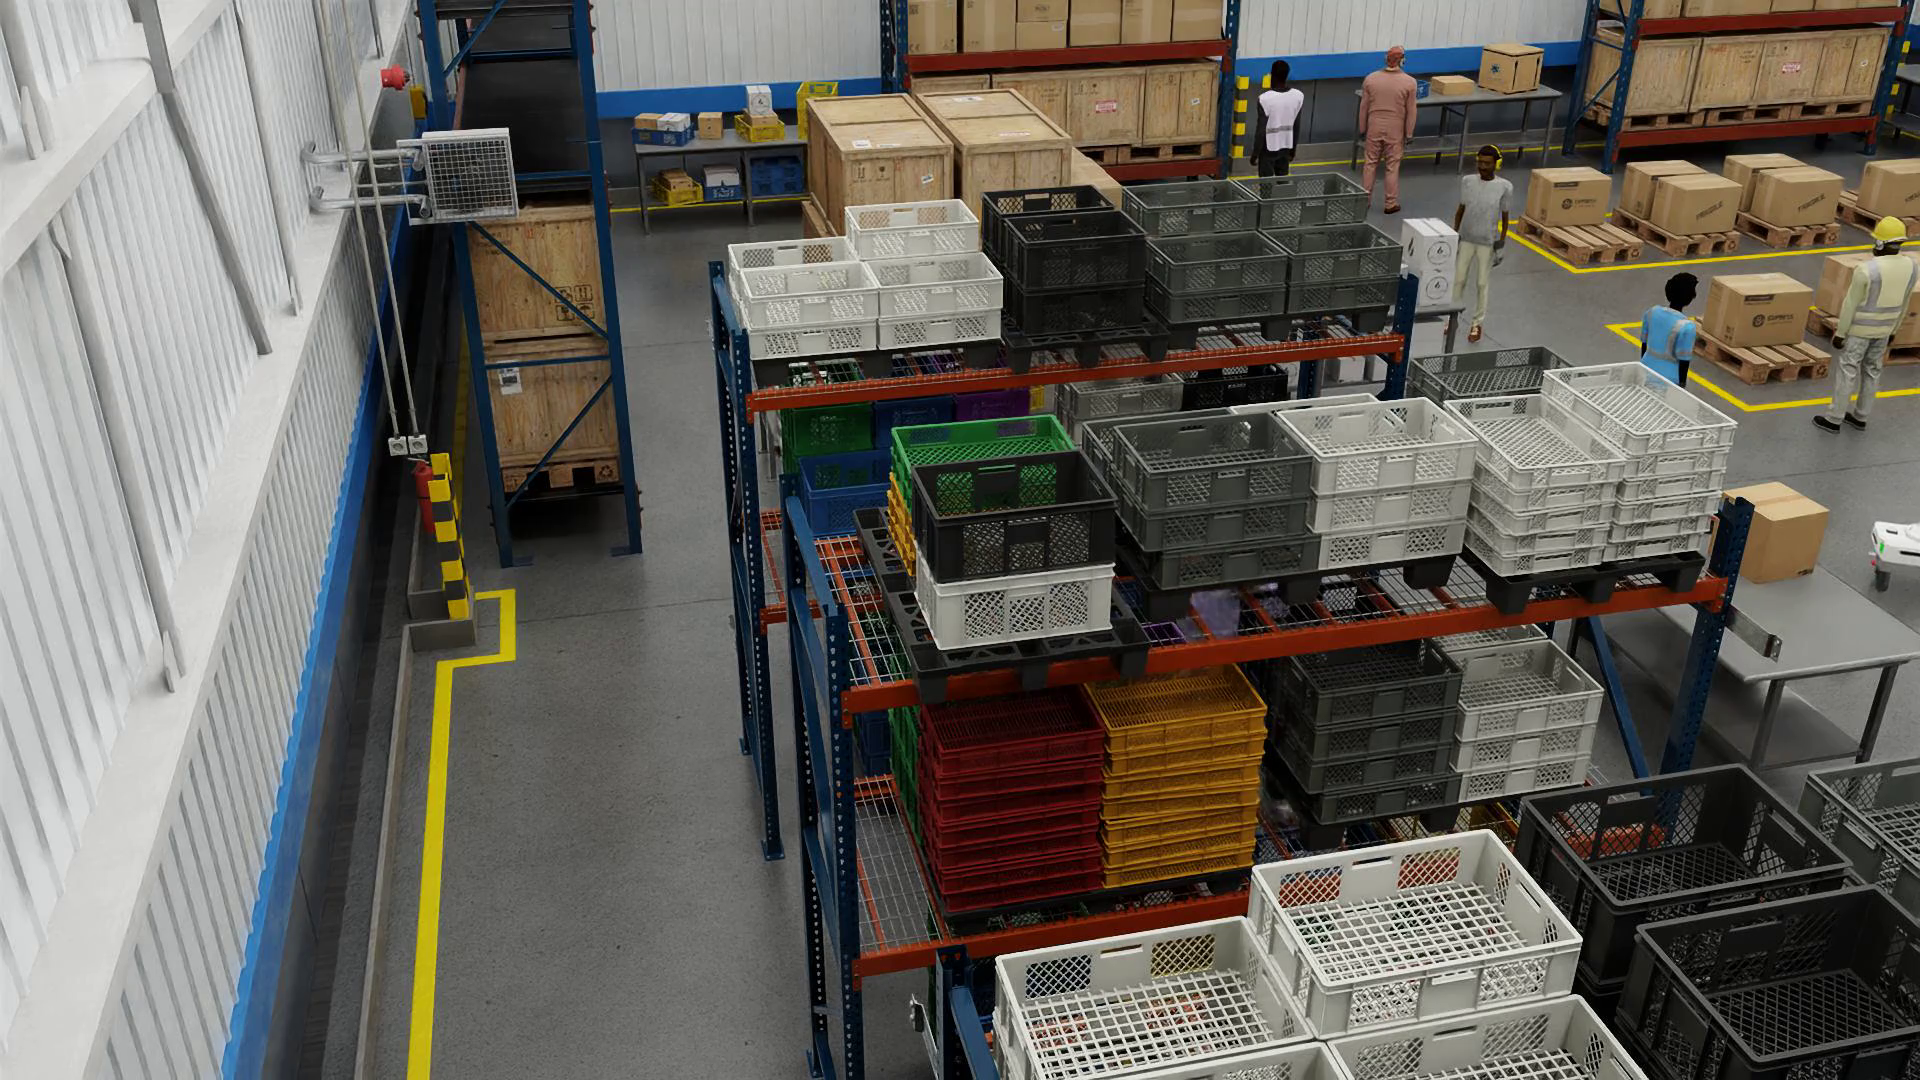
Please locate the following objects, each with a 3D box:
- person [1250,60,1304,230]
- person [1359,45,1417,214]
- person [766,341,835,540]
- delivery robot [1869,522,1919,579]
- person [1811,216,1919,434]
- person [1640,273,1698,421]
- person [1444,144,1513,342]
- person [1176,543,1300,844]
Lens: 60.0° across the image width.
[{"bbox_3d":[3.520,-4.371,18.557,0.597,1.916,0.379,-13,31,-24],"label":"person"},{"bbox_3d":[4.958,-4.764,19.314,0.651,1.906,0.402,14,31,24],"label":"person"},{"bbox_3d":[-1.080,-0.657,11.546,0.572,1.885,0.358,20,34,33],"label":"person"},{"bbox_3d":[6.694,0.069,11.488,0.707,0.478,0.477,9,29,16],"label":"delivery robot"},{"bbox_3d":[7.476,-1.759,13.704,0.581,1.823,0.403,-6,28,-11],"label":"person"},{"bbox_3d":[5.429,-1.247,12.863,0.319,1.697,0.532,-8,29,-15],"label":"person"},{"bbox_3d":[4.857,-2.786,15.601,0.516,1.871,0.325,18,33,31],"label":"person"},{"bbox_3d":[1.488,0.817,8.746,0.784,1.889,0.418,4,28,8],"label":"person"}]
